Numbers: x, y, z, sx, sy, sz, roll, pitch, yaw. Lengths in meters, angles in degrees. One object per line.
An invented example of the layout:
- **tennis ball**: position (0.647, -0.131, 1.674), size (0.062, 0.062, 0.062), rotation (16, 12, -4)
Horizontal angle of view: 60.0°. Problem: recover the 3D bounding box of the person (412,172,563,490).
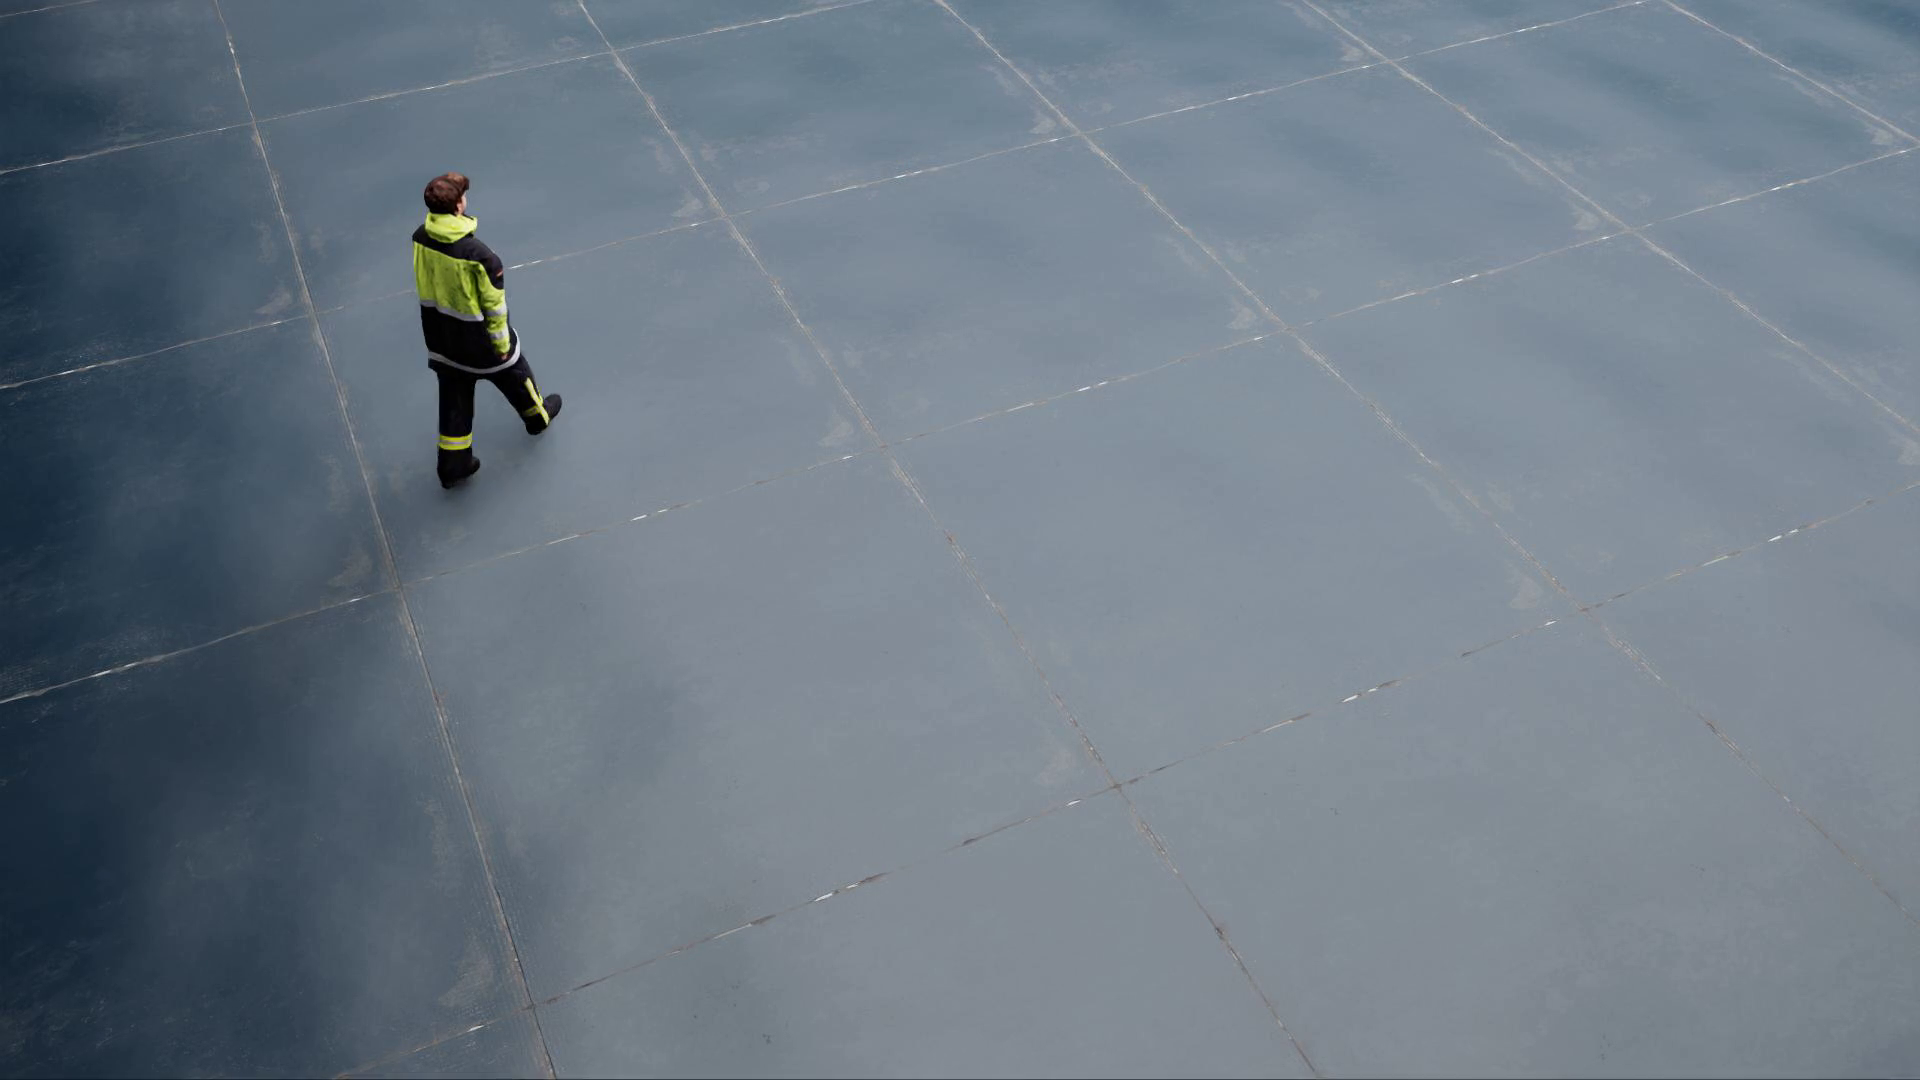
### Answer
- **person**: position (-2.895, -1.166, 9.600), size (1.286, 1.937, 1.337), rotation (15, 44, 16)
